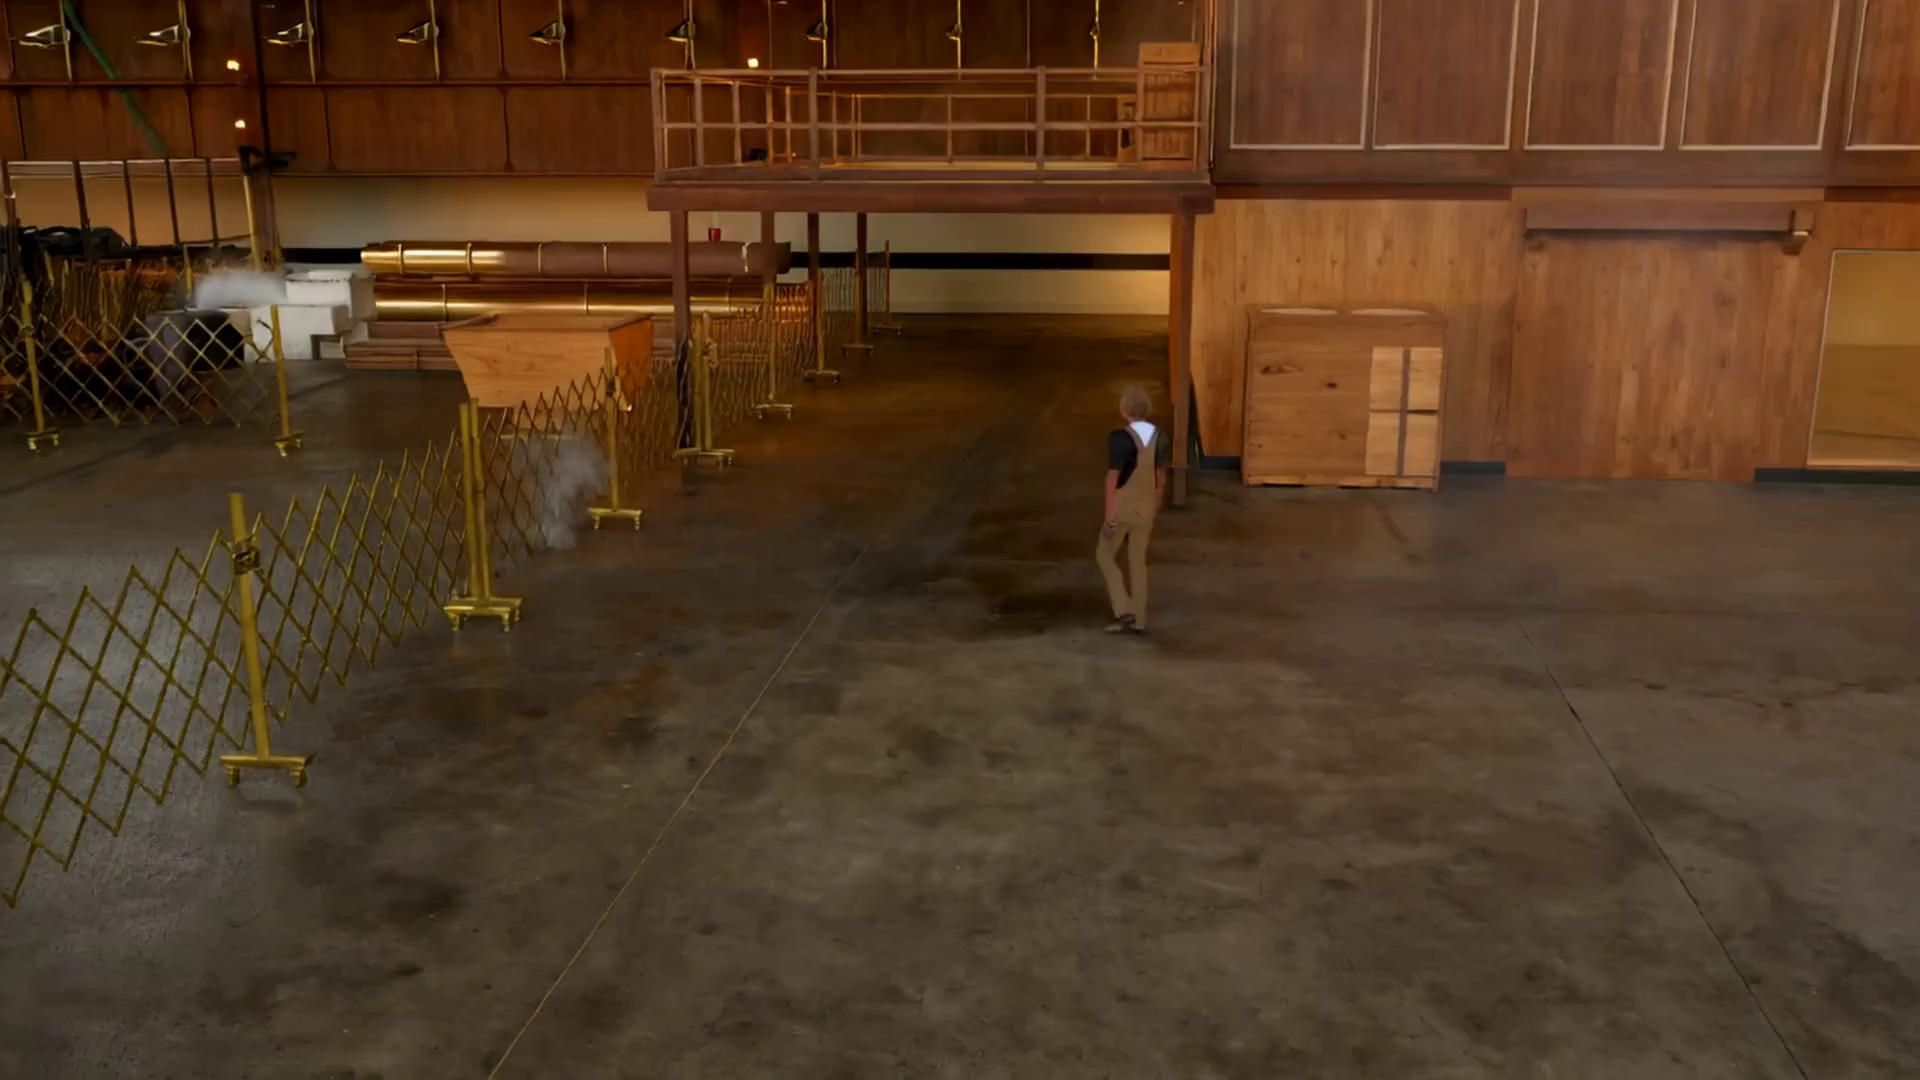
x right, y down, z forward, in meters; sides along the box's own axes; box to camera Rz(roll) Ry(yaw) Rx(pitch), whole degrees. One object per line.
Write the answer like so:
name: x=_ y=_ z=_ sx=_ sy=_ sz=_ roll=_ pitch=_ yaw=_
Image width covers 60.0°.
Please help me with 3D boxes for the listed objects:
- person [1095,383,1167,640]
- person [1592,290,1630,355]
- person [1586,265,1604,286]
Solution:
person: x=1.205 y=-0.196 z=11.784 sx=0.535 sy=1.825 sz=0.412 roll=-8 pitch=16 yaw=-28
person: x=7.529 y=-2.092 z=19.503 sx=1.063 sy=1.847 sz=0.672 roll=-5 pitch=14 yaw=-18
person: x=9.312 y=-3.367 z=24.636 sx=0.513 sy=1.876 sz=0.328 roll=-12 pitch=18 yaw=-40
